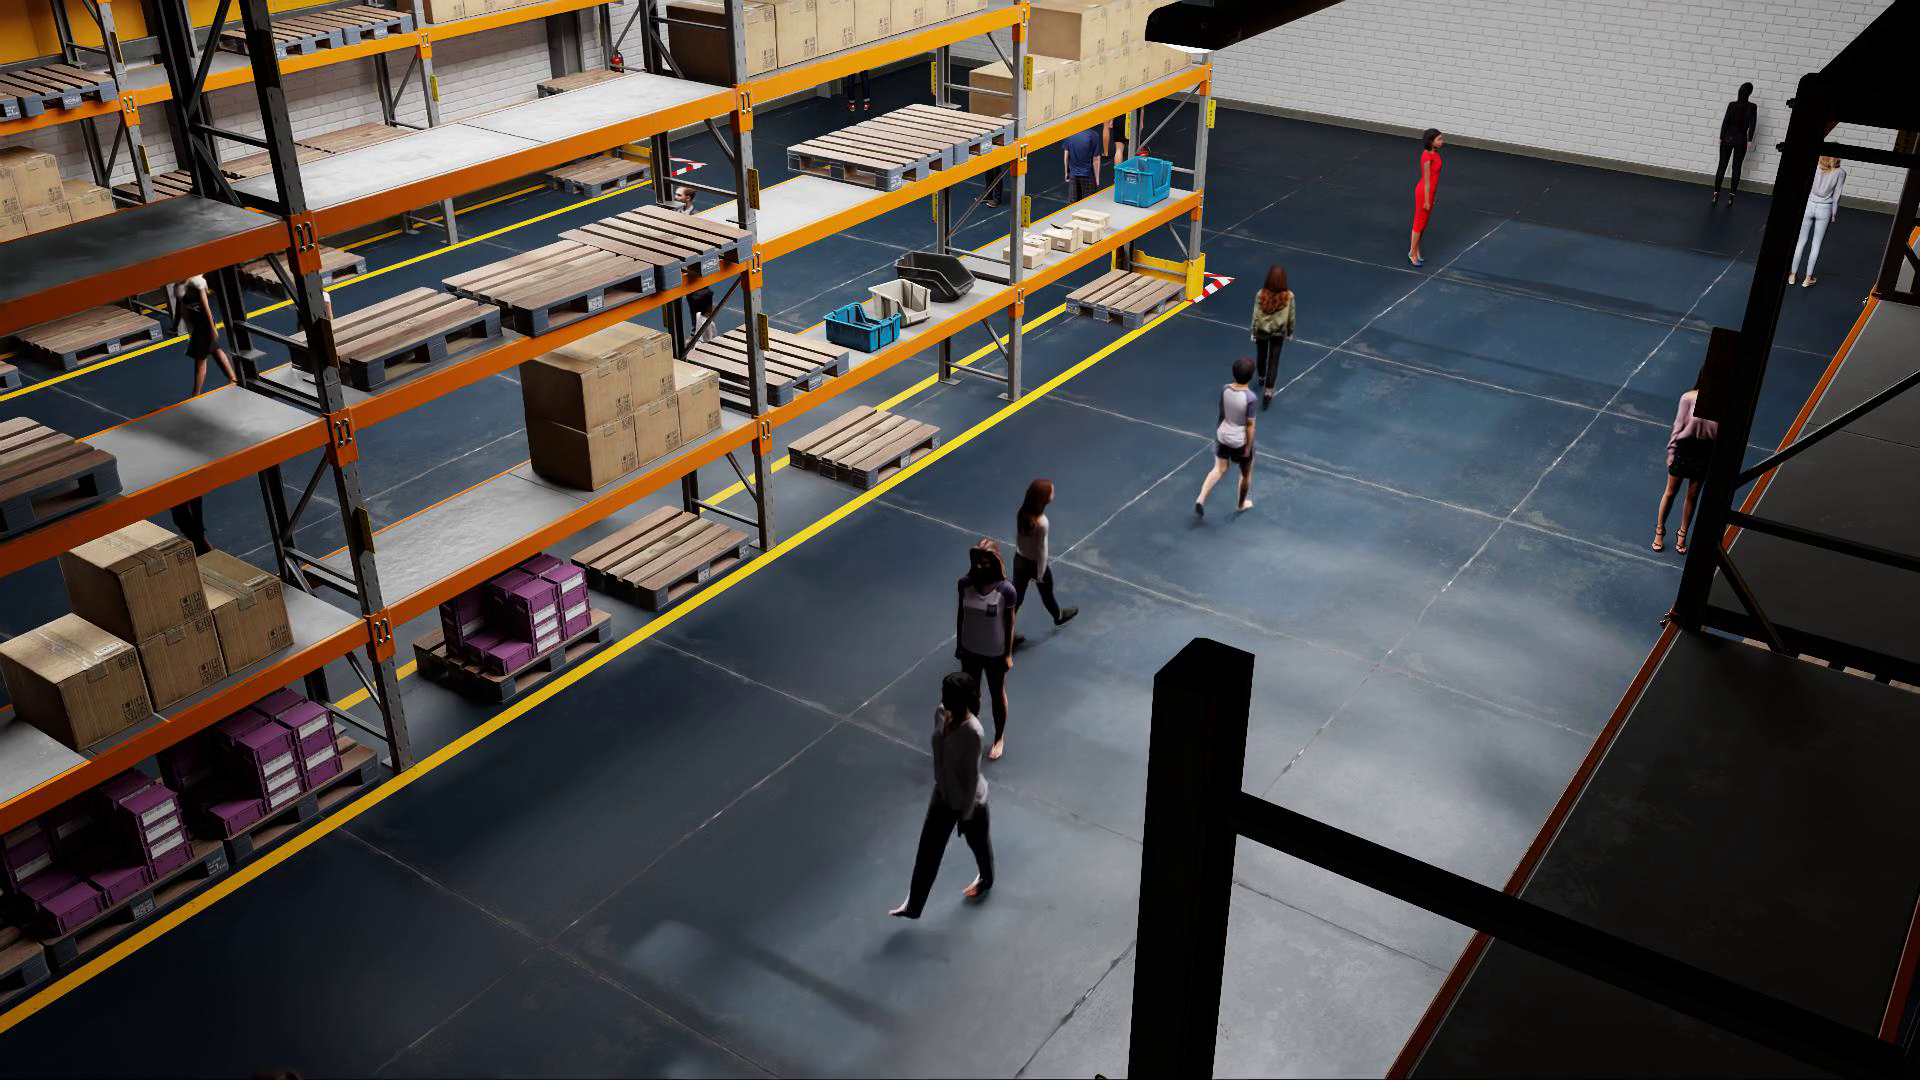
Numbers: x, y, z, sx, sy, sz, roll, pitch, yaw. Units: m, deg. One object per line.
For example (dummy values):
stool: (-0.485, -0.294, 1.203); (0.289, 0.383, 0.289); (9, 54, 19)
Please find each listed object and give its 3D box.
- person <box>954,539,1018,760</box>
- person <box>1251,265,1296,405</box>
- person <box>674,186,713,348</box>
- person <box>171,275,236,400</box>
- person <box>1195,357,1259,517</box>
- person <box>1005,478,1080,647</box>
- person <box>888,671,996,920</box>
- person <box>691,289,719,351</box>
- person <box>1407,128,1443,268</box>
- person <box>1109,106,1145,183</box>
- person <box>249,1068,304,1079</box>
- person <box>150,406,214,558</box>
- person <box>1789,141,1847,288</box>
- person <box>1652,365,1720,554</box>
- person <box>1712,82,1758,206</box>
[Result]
person: (0.182, 0.757, 11.796); (0.635, 1.733, 0.601); (12, 31, 21)
person: (3.256, -2.122, 17.381); (0.870, 1.439, 1.099); (5, 29, 9)
person: (-2.977, -3.046, 18.552); (0.647, 1.938, 0.717); (-22, 35, -34)
person: (-7.803, -2.243, 17.304); (1.025, 1.724, 0.794); (-21, 35, -34)
person: (2.440, -0.897, 15.027); (0.976, 1.542, 0.670); (-25, 37, -38)
person: (0.499, 0.215, 13.094); (1.048, 1.441, 0.742); (-21, 35, -34)
person: (0.069, 1.556, 10.328); (1.112, 1.735, 0.774); (-24, 37, -37)
person: (-2.661, -2.013, 17.371); (0.588, 1.257, 0.555); (-15, 32, -25)
person: (5.926, -4.372, 21.187); (0.658, 1.744, 0.486); (13, 31, 22)
person: (2.433, -6.068, 24.324); (0.764, 1.716, 0.775); (2, 29, 4)
person: (-3.106, 3.051, 7.776); (0.534, 1.555, 0.523); (18, 33, 30)
person: (-6.446, -0.334, 13.824); (0.589, 1.706, 0.637); (-21, 35, -33)
person: (10.565, -4.032, 20.510); (0.594, 1.795, 0.504); (21, 35, 33)
person: (6.348, -0.713, 14.410); (0.670, 1.810, 0.625); (9, 30, 16)
person: (10.936, -5.605, 23.481); (0.612, 1.711, 0.529); (13, 31, 22)
